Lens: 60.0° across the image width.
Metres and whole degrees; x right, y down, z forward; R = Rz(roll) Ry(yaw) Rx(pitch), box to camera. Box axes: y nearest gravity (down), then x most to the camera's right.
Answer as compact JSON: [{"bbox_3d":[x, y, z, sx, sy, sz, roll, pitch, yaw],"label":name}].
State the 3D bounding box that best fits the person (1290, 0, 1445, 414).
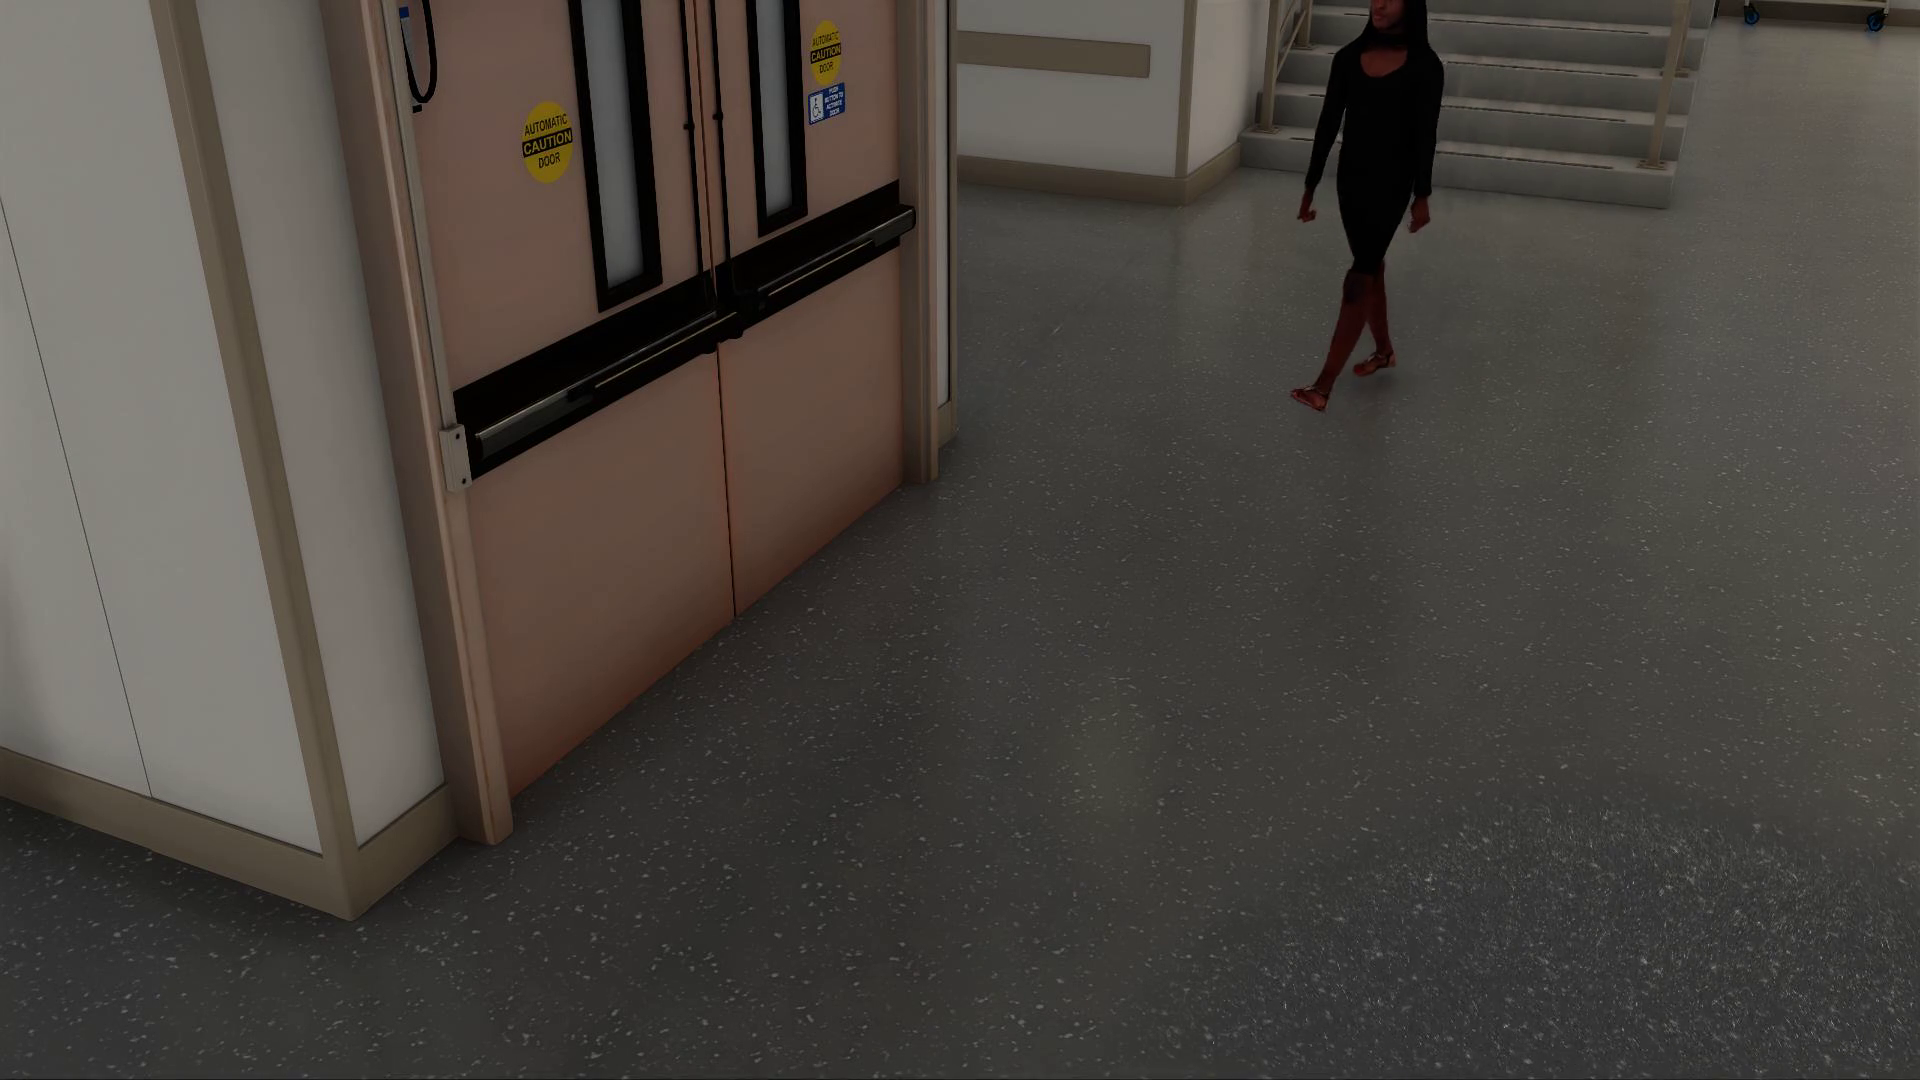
[{"bbox_3d":[1.684,-1.376,6.635,0.917,1.669,1.227,23,34,39],"label":"person"}]
